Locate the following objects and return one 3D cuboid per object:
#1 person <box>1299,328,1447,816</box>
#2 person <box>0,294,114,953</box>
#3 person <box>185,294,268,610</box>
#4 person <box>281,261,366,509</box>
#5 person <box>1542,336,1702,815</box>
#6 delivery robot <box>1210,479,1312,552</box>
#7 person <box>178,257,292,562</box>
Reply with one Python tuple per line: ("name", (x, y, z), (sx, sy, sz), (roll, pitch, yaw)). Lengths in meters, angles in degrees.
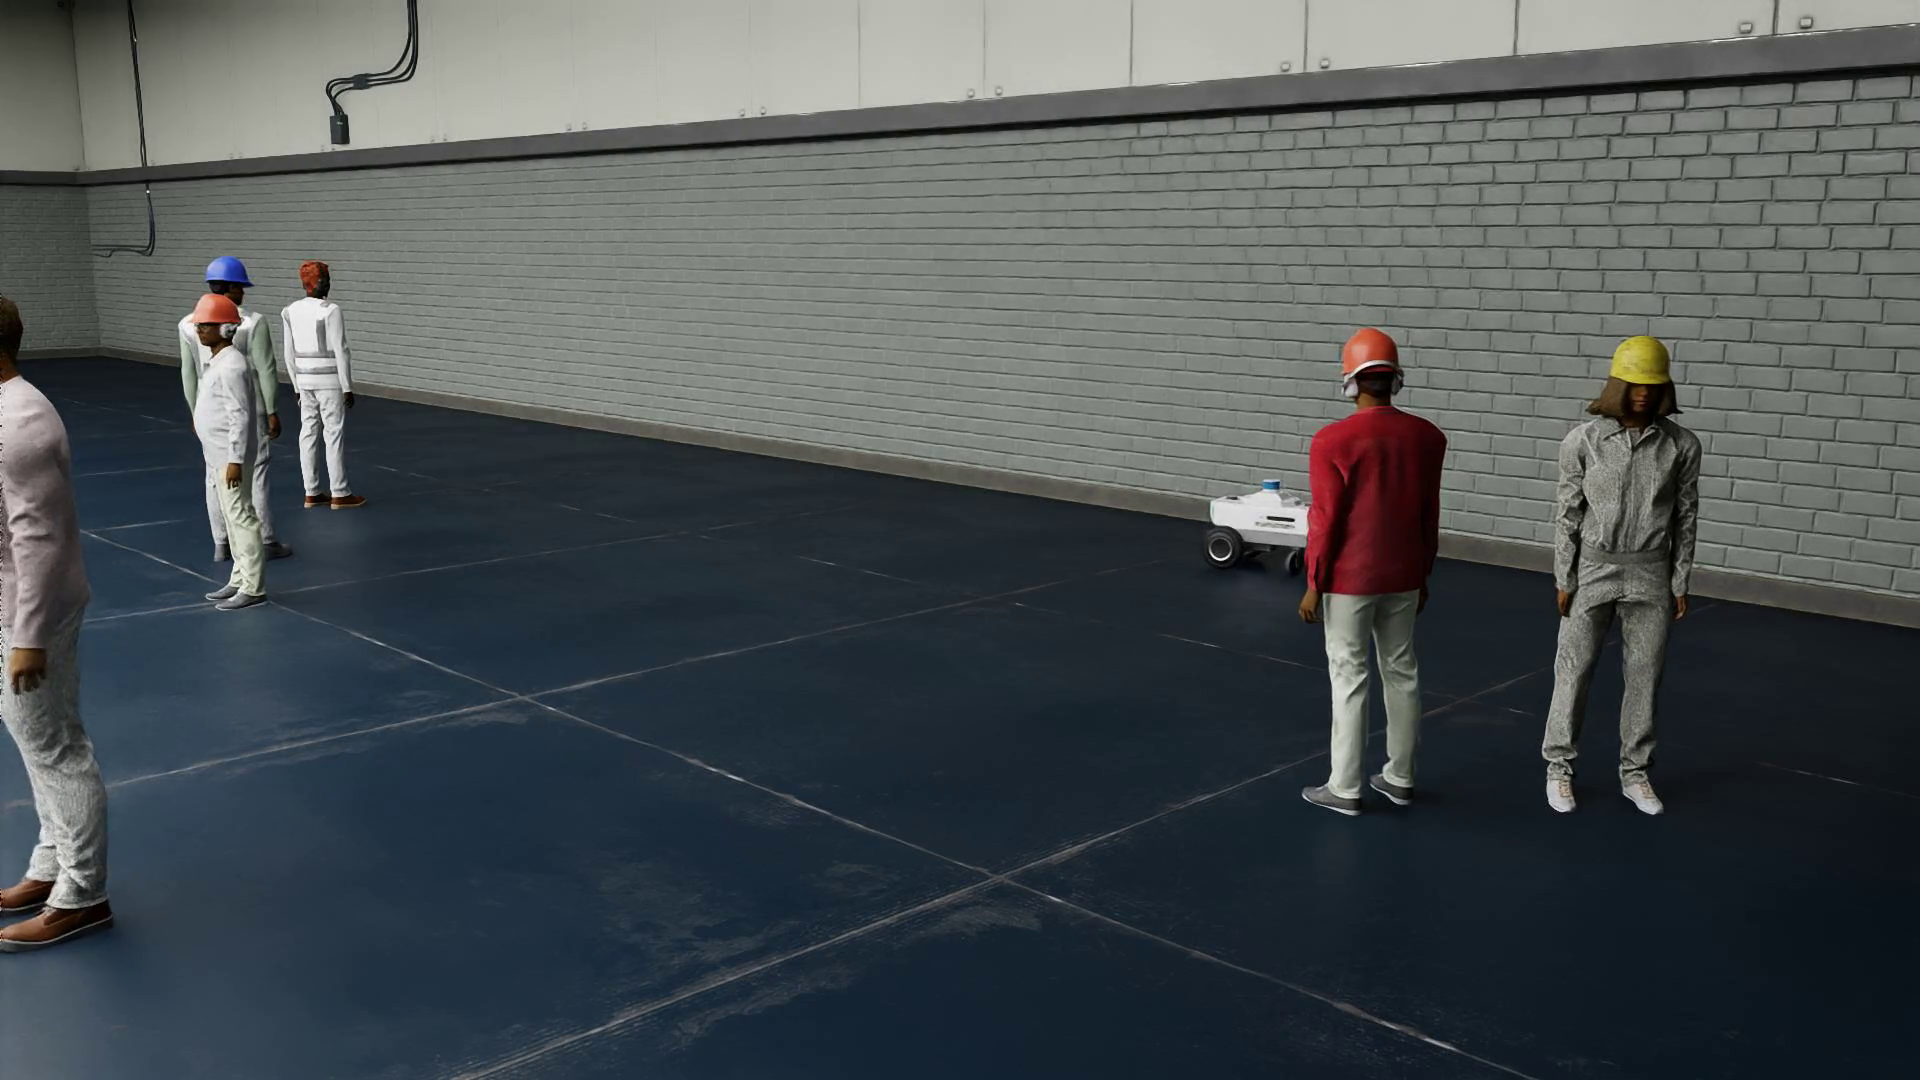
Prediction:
("person", (1.464, 0.115, 6.010), (0.564, 1.748, 0.339), (-4, 11, -23))
("person", (-2.748, 0.229, 4.873), (0.372, 1.939, 0.629), (-7, 13, -34))
("person", (-4.103, -0.492, 9.303), (0.328, 1.752, 0.572), (-6, 12, -31))
("person", (-4.857, -1.172, 12.668), (0.574, 1.882, 0.356), (4, 11, 21))
("person", (2.364, 0.139, 5.937), (0.481, 1.733, 0.350), (1, 10, 7))
("delivery robot", (1.941, -0.137, 10.389), (0.707, 0.478, 0.477), (6, 12, 29))
("person", (-4.619, -0.821, 10.597), (0.602, 1.940, 0.402), (1, 10, 5))
